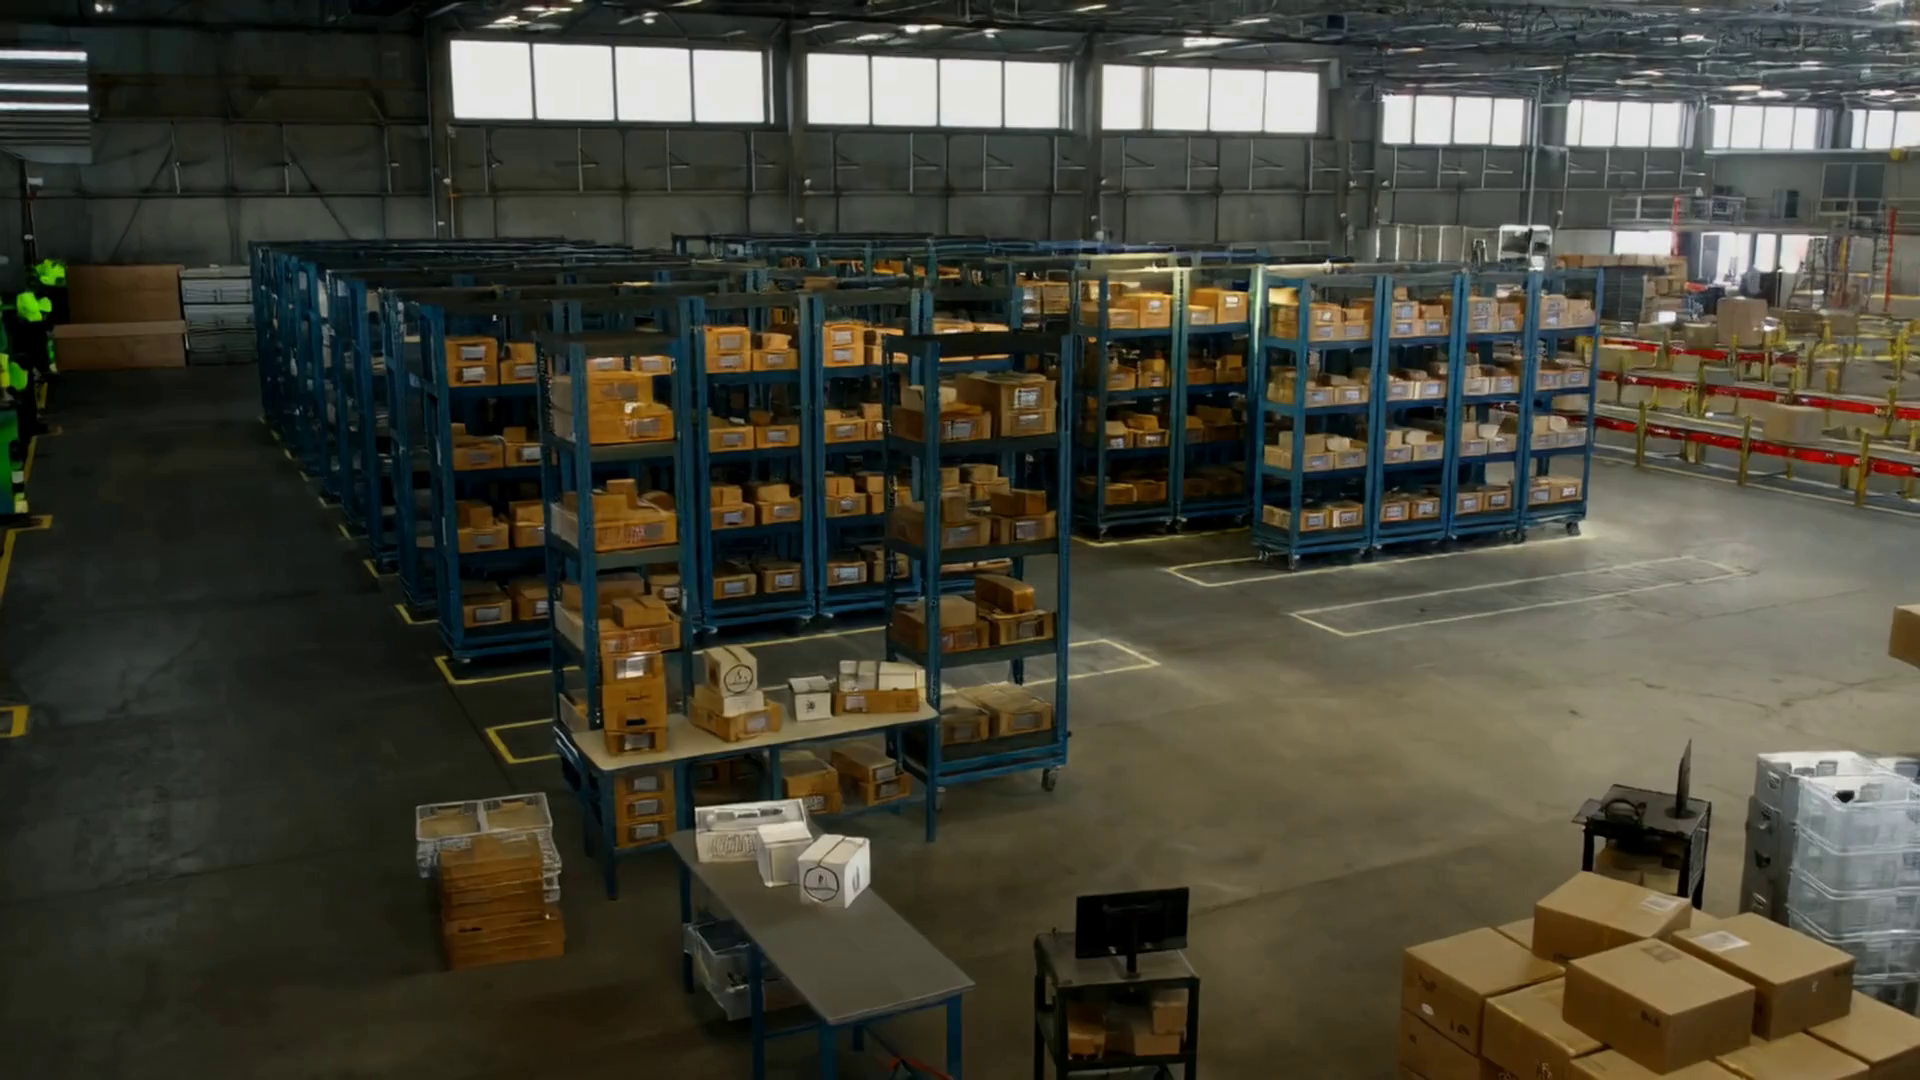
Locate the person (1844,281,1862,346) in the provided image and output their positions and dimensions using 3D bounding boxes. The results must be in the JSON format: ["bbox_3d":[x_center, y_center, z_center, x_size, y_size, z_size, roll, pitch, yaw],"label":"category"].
[{"bbox_3d":[26.188,-6.663,48.975,0.831,1.907,0.538,1,12,3],"label":"person"}]

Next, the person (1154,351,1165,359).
[{"bbox_3d":[4.896,-4.614,39.775,0.560,1.730,0.734,2,12,10],"label":"person"}]

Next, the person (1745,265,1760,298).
[{"bbox_3d":[30.004,-9.561,62.952,0.441,1.719,0.520,-4,13,-20],"label":"person"}]
